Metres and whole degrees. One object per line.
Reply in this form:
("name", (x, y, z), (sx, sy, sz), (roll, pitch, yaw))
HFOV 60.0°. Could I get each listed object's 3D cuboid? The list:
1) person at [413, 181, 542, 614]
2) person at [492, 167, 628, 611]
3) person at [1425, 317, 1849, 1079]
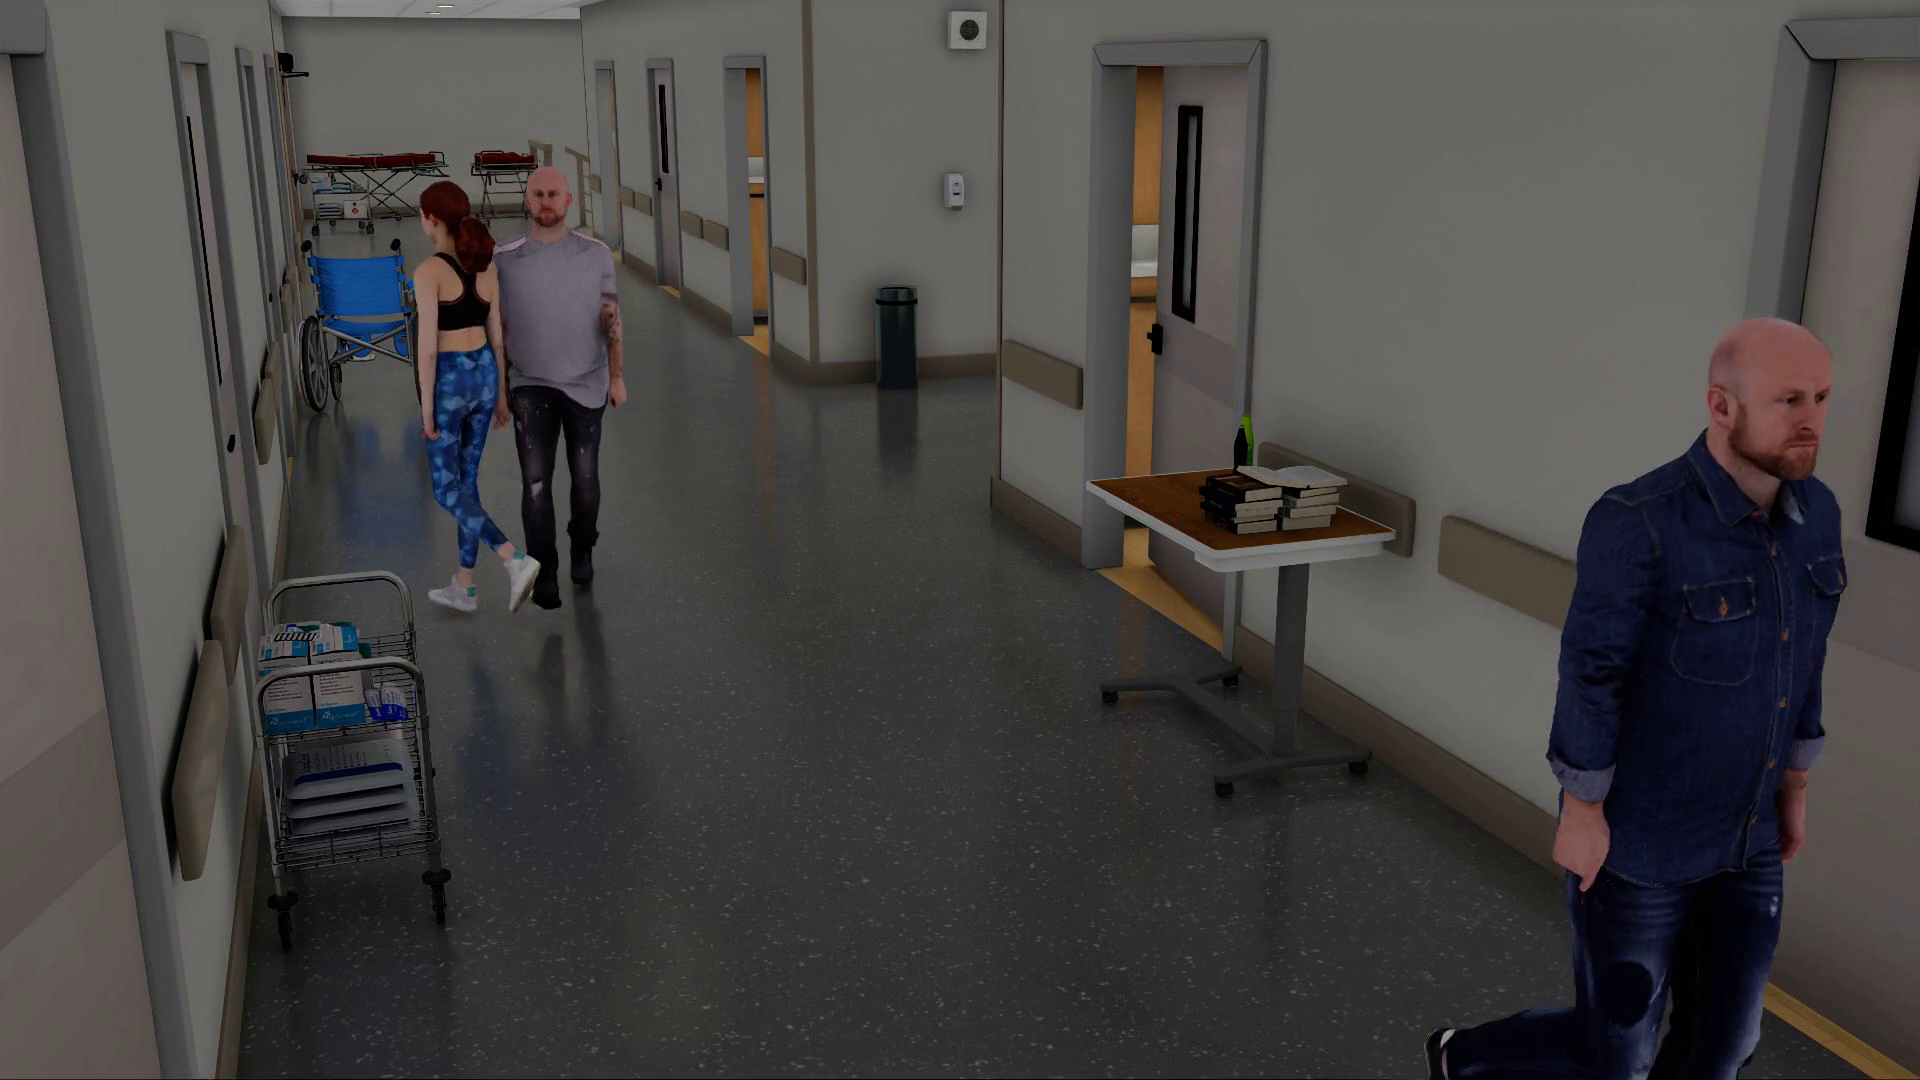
("person", (-1.939, -0.518, 6.663), (1.069, 1.769, 0.929), (11, 19, 33))
("person", (-1.685, -0.645, 7.075), (0.803, 1.791, 1.190), (-3, 16, -11))
("person", (1.220, 0.500, 2.980), (0.777, 1.809, 0.928), (-7, 17, -25))
